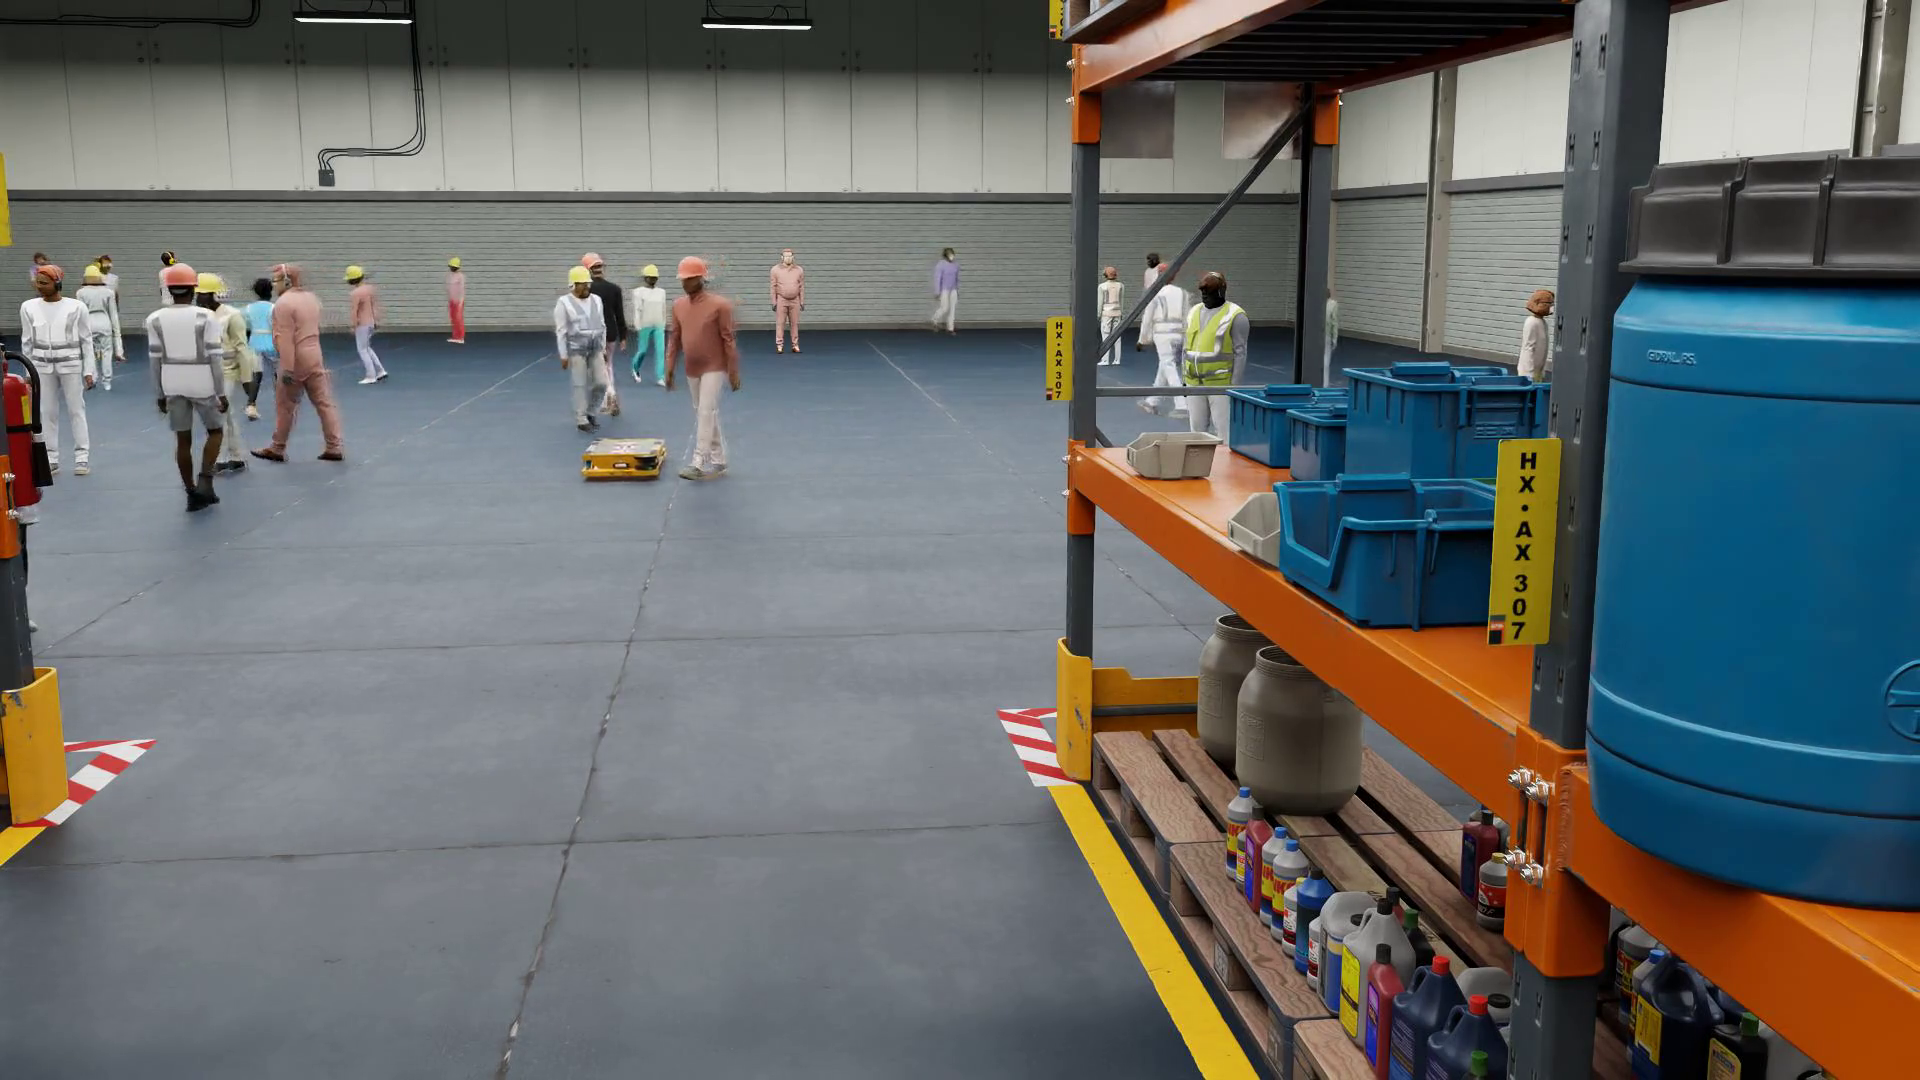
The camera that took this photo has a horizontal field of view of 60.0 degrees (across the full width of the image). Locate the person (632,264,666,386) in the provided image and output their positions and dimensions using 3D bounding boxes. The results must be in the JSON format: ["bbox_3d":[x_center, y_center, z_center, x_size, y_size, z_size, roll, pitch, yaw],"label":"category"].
[{"bbox_3d":[-4.490,-3.106,24.028,0.529,1.743,0.786,-7,13,-35],"label":"person"}]

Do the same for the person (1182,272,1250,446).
[{"bbox_3d":[2.113,-1.331,14.035,0.622,1.838,0.429,10,14,44],"label":"person"}]

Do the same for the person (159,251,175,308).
[{"bbox_3d":[-13.838,-4.126,29.249,0.512,1.877,0.328,7,13,35],"label":"person"}]

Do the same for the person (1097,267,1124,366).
[{"bbox_3d":[2.492,-3.701,27.567,0.511,1.638,0.308,-6,12,-29],"label":"person"}]

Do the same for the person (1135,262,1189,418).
[{"bbox_3d":[2.436,-2.379,19.806,0.577,1.831,0.988,-8,13,-37],"label":"person"}]

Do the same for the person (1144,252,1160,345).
[{"bbox_3d":[3.881,-4.778,32.955,0.507,1.825,0.633,-6,12,-31],"label":"person"}]

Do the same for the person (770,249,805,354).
[{"bbox_3d":[-3.153,-4.373,30.499,0.644,1.913,0.408,-4,11,-21],"label":"person"}]

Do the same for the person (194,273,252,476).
[{"bbox_3d":[-6.697,-1.469,14.851,0.606,1.804,0.705,5,11,25],"label":"person"}]

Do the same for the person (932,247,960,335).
[{"bbox_3d":[-0.296,-5.422,36.246,0.633,1.922,0.538,-8,13,-39],"label":"person"}]

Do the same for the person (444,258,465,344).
[{"bbox_3d":[-10.106,-4.770,33.201,0.685,1.719,0.419,7,12,32],"label":"person"}]

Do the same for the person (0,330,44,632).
[{"bbox_3d":[-5.249,-0.336,8.974,0.475,1.681,0.543,10,14,43],"label":"person"}]

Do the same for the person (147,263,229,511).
[{"bbox_3d":[-6.003,-1.185,12.984,0.576,1.923,0.403,-1,10,-6],"label":"person"}]

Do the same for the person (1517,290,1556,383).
[{"bbox_3d":[5.612,-1.627,16.254,0.310,1.625,0.501,8,13,38],"label":"person"}]

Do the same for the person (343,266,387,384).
[{"bbox_3d":[-8.674,-3.112,24.138,0.349,1.713,0.599,1,10,4],"label":"person"}]

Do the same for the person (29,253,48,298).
[{"bbox_3d":[-19.151,-5.113,34.856,0.446,1.804,0.687,4,11,22],"label":"person"}]

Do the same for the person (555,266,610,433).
[{"bbox_3d":[-4.087,-2.061,18.077,0.627,1.819,0.425,-10,14,-43],"label":"person"}]

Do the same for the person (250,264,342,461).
[{"bbox_3d":[-6.335,-1.664,15.758,0.906,1.864,0.721,2,11,11],"label":"person"}]

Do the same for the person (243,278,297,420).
[{"bbox_3d":[-8.174,-2.247,19.563,0.543,1.652,0.882,1,10,5],"label":"person"}]

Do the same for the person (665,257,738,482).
[{"bbox_3d":[-2.316,-1.482,14.561,0.632,1.952,0.945,6,12,29],"label":"person"}]

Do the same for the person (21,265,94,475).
[{"bbox_3d":[-8.061,-1.509,14.881,0.575,1.882,0.361,-2,10,-10],"label":"person"}]

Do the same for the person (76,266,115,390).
[{"bbox_3d":[-12.097,-2.970,23.320,0.484,1.728,0.530,-7,12,-33],"label":"person"}]

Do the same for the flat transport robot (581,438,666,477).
[{"bbox_3d":[-3.063,-0.764,15.215,0.652,0.197,1.431,-1,10,-7],"label":"flat transport robot"}]

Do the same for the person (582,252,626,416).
[{"bbox_3d":[-4.216,-2.415,19.668,0.616,1.957,0.824,-8,13,-37],"label":"person"}]

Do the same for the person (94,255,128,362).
[{"bbox_3d":[-14.671,-3.969,28.527,0.927,1.831,0.516,10,14,42],"label":"person"}]

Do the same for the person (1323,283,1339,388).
[{"bbox_3d":[4.607,-2.543,21.366,0.518,1.584,0.866,1,10,3],"label":"person"}]
